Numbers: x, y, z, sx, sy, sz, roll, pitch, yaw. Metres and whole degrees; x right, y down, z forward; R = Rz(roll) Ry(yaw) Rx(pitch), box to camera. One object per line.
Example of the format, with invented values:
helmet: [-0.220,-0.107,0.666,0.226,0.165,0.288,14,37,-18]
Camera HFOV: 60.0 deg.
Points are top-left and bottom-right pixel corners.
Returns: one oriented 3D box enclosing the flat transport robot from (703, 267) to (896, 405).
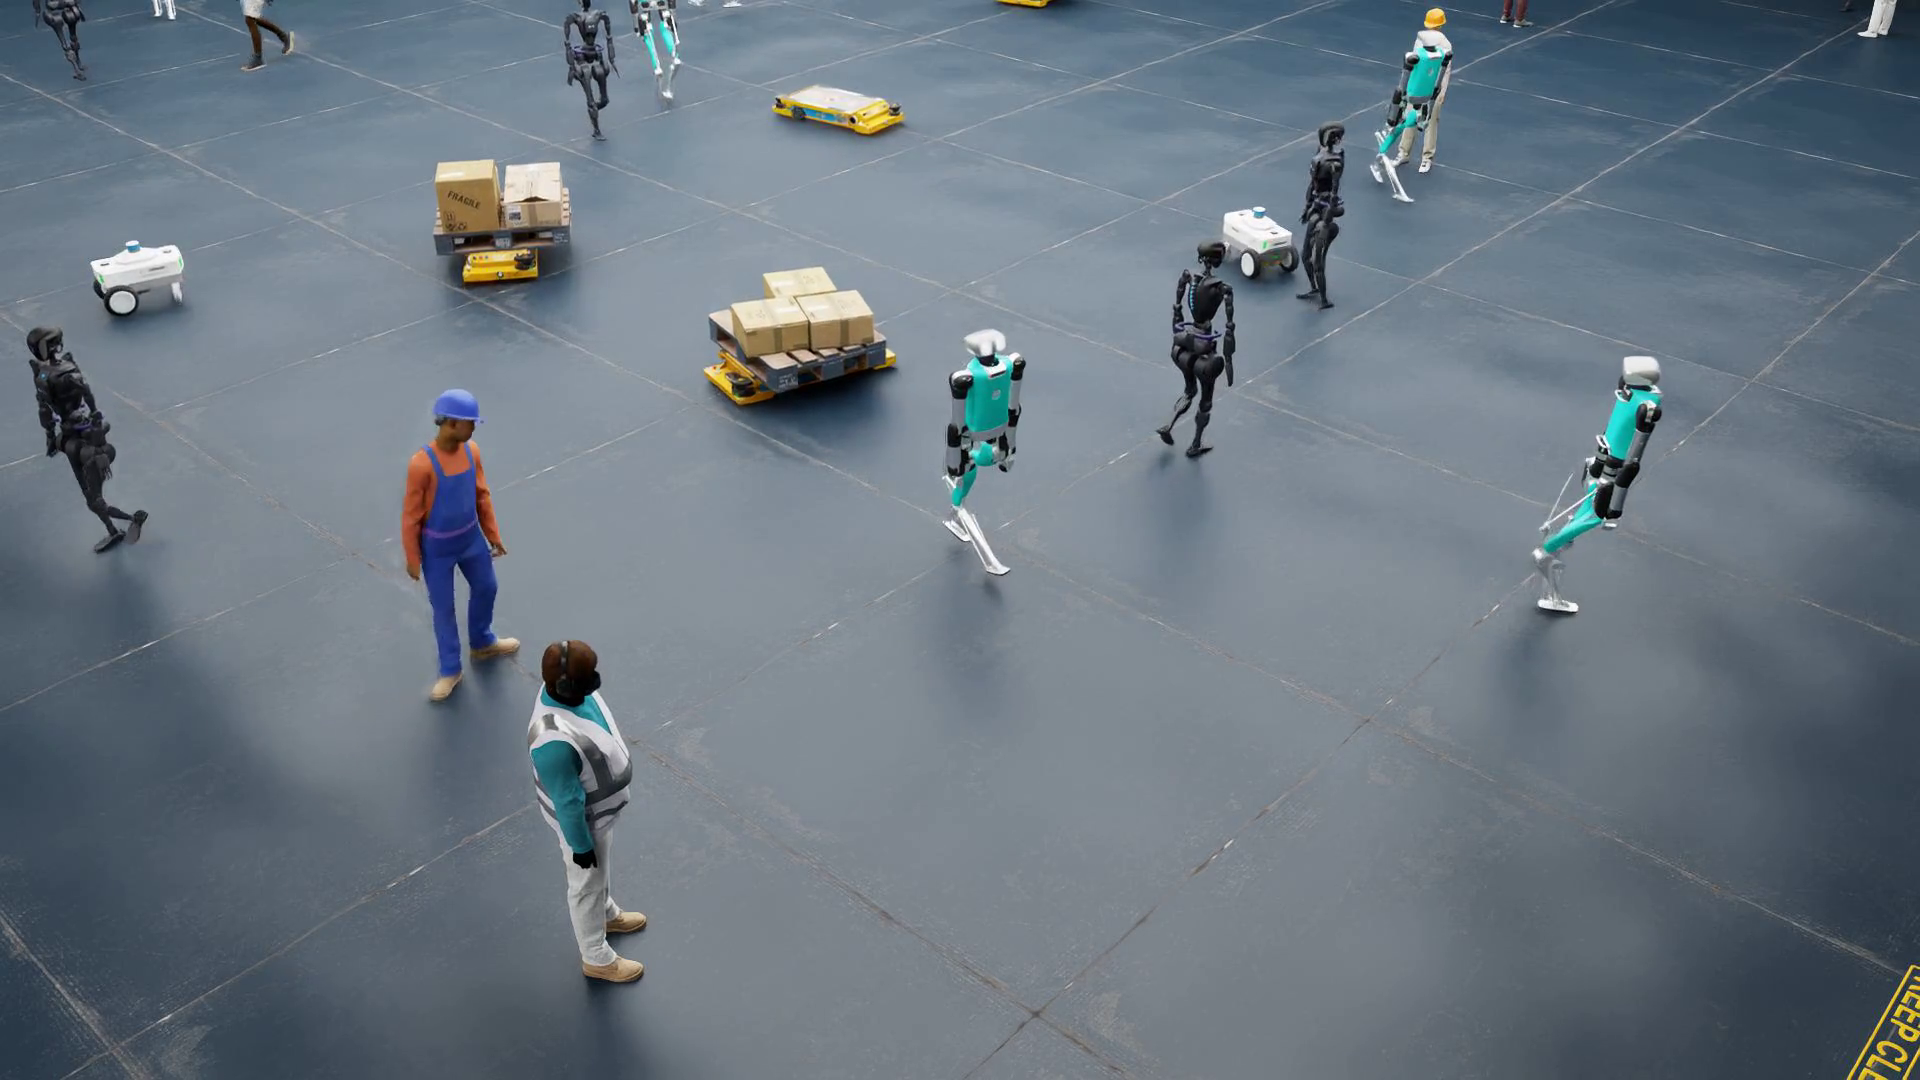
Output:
flat transport robot: [-1.295,-1.453,13.494,1.431,0.231,0.659,-19,36,-27]

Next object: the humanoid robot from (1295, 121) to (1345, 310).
humanoid robot: [3.120,-2.806,14.348,0.343,1.660,0.586,-5,32,-8]

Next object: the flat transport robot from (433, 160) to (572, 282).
flat transport robot: [-4.263,-2.802,15.665,0.659,0.231,1.431,-6,32,-10]

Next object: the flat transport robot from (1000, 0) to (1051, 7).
flat transport robot: [1.197,-7.962,23.976,0.659,0.231,1.431,17,36,26]

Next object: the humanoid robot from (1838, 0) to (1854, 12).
humanoid robot: [12.642,-8.122,22.929,0.693,1.646,0.611,-13,34,-20]

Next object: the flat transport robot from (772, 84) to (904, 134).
flat transport robot: [-1.411,-4.965,19.148,1.431,0.231,0.659,20,37,29]

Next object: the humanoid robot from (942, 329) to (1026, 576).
humanoid robot: [0.040,-0.610,10.759,0.543,1.746,1.020,-20,37,-29]

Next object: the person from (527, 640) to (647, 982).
person: [-1.709,1.234,7.679,0.429,1.842,0.628,-2,32,-4]

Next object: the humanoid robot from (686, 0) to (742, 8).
humanoid robot: [-3.324,-8.110,22.845,1.038,1.744,0.559,7,33,11]

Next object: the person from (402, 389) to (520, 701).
person: [-2.960,0.041,9.585,0.368,1.869,0.677,22,38,31]

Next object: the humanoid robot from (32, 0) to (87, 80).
humanoid robot: [-11.050,-6.499,20.306,0.698,1.635,0.586,24,39,33]

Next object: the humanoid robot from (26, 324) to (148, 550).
humanoid robot: [-5.745,-0.675,10.898,0.599,1.644,0.407,16,35,24]

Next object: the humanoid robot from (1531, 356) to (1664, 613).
humanoid robot: [3.804,-0.247,10.275,0.716,1.903,0.540,3,32,4]

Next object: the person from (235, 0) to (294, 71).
person: [-8.770,-6.883,20.657,0.612,1.937,0.804,22,38,31]

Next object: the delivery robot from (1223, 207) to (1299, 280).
delivery robot: [2.738,-2.752,15.320,0.525,0.600,0.772,-14,35,-21]

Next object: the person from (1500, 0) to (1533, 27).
person: [7.604,-7.824,22.296,0.379,1.807,0.546,-16,35,-24]

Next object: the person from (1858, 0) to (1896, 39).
person: [12.211,-7.434,21.826,0.522,1.635,0.308,-16,35,-24]

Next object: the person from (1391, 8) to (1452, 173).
person: [4.860,-4.701,17.375,0.464,1.691,0.322,24,39,33]

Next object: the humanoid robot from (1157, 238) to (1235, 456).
humanoid robot: [1.694,-1.363,12.007,0.440,1.644,0.604,-24,39,-33]

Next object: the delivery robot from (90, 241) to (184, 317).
delivery robot: [-7.226,-2.330,14.625,0.751,0.584,0.522,-20,37,-29]

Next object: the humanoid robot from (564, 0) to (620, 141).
humanoid robot: [-4.110,-5.292,18.355,0.589,1.631,0.632,-19,36,-27]

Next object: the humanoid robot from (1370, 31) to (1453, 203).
humanoid robot: [4.390,-4.337,16.785,0.542,1.748,1.008,-13,34,-20]

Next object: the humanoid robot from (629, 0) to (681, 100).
humanoid robot: [-3.500,-5.885,19.281,0.550,1.826,0.759,-11,33,-17]

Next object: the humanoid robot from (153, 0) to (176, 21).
humanoid robot: [-10.993,-7.996,22.586,0.544,1.749,0.681,-7,32,-11]
